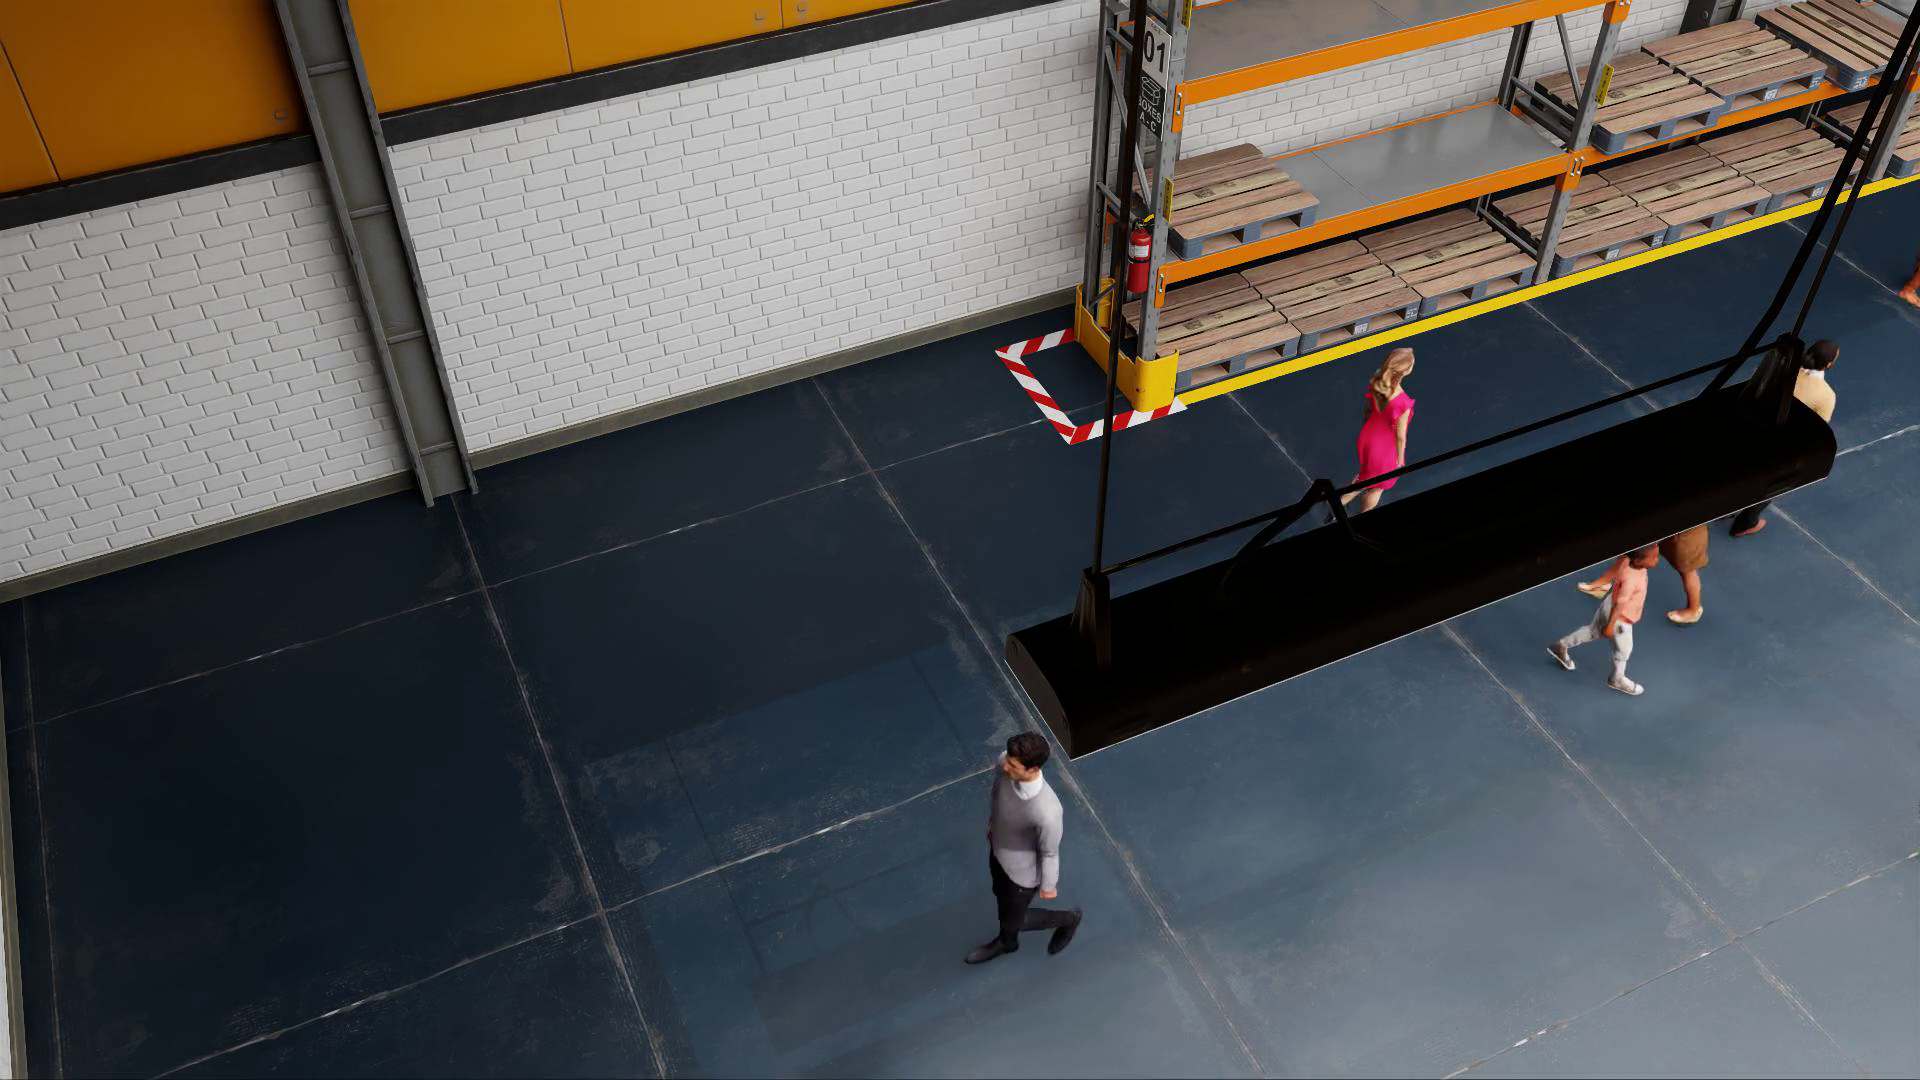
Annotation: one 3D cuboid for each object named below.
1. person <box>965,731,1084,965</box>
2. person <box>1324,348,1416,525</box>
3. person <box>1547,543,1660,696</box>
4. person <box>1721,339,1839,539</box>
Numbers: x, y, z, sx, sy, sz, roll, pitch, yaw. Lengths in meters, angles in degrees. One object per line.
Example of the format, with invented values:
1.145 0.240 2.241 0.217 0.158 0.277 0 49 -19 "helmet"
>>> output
0.400 1.687 9.086 0.899 1.909 0.736 -17 46 -17 "person"
2.863 -0.624 11.651 0.759 1.716 0.607 -15 46 -15 "person"
4.229 0.442 10.835 0.886 1.298 0.869 18 46 18 "person"
5.702 -0.677 11.685 0.620 1.747 0.695 -21 48 -21 "person"
